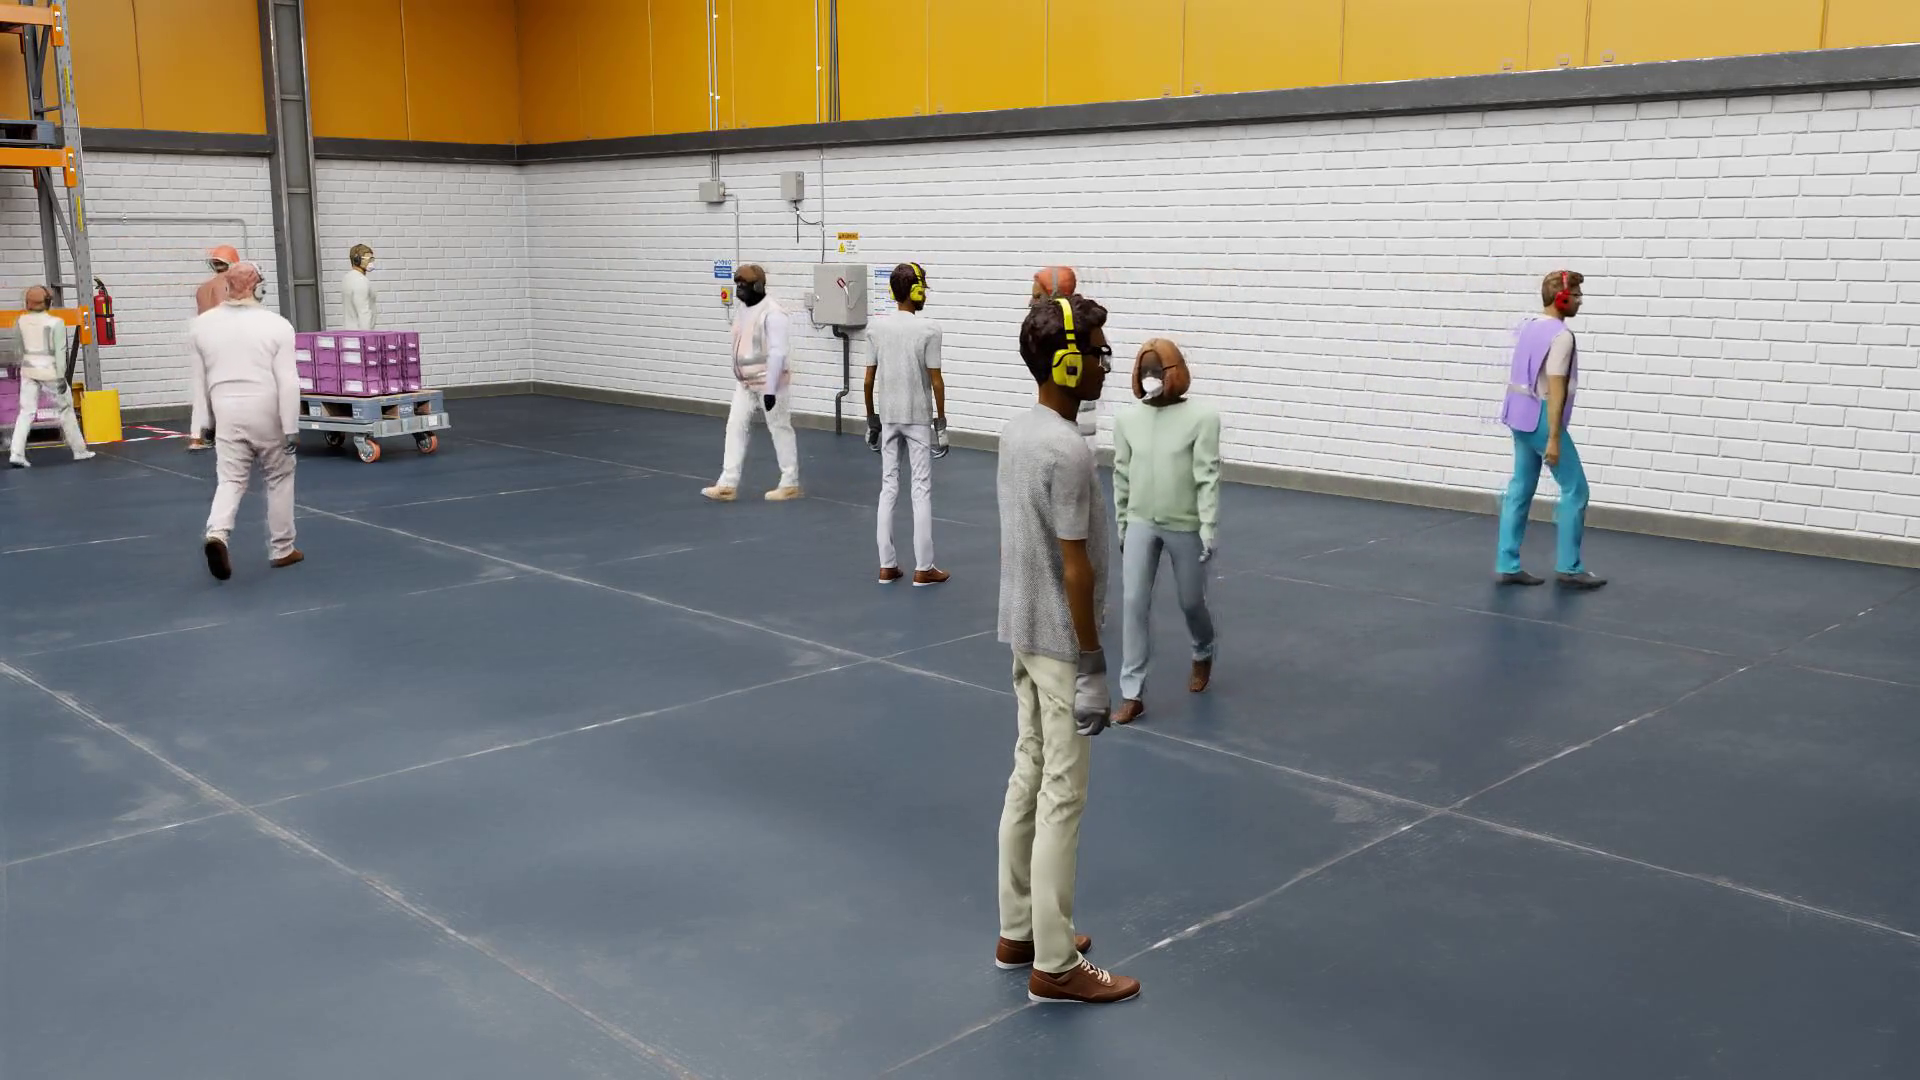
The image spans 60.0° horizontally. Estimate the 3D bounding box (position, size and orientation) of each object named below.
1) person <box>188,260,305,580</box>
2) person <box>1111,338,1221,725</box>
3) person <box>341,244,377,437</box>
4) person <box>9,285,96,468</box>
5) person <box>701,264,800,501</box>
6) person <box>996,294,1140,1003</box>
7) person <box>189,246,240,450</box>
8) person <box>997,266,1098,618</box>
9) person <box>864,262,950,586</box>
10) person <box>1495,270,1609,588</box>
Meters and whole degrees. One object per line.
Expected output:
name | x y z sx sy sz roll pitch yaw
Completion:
person | -4.233 -0.713 9.876 0.650 1.877 0.833 0 10 1
person | 0.894 -0.065 7.099 0.505 1.607 0.776 5 12 26
person | -6.023 -2.004 16.761 0.377 1.937 0.629 -6 12 -29
person | -8.079 -1.443 14.642 0.530 1.592 0.890 2 11 10
person | -1.570 -1.157 12.506 0.896 1.798 0.649 -8 13 -38
person | 0.271 0.292 4.417 0.328 1.872 0.513 -4 11 -19
person | -7.035 -1.836 15.894 0.638 1.924 1.056 3 11 18
person | 0.412 -0.445 8.444 0.674 1.862 0.615 1 10 3
person | -0.309 -0.665 9.650 0.535 1.865 0.310 5 11 23
person | 3.448 -0.622 9.526 0.751 1.817 0.590 -1 10 -4
